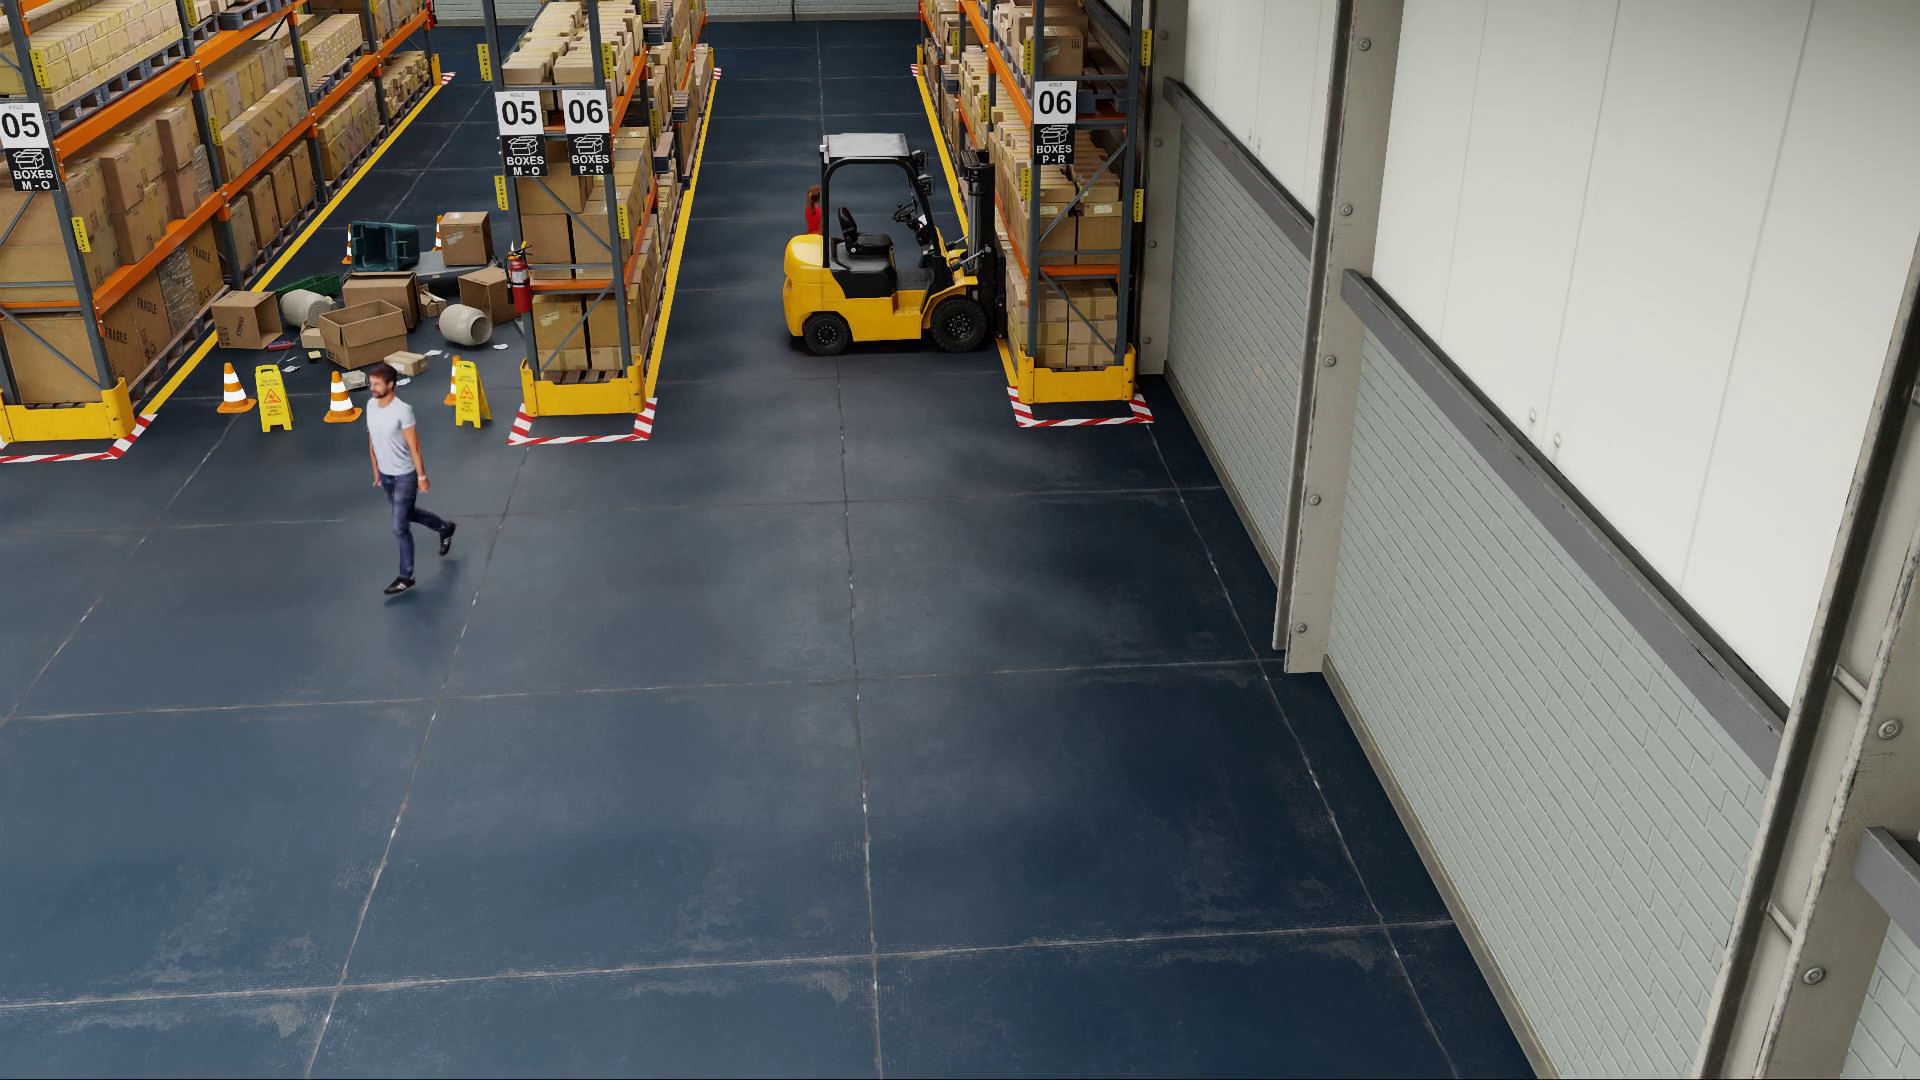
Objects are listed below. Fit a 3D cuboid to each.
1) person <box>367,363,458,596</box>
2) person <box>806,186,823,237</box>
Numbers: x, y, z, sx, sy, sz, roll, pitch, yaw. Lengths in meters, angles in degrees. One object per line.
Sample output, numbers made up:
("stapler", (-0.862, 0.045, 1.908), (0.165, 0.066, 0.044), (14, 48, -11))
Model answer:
("person", (-4.390, -0.546, 13.244), (1.065, 1.836, 1.226), (15, 31, 27))
("person", (-1.728, -3.485, 19.540), (0.739, 1.298, 0.813), (19, 33, 32))
